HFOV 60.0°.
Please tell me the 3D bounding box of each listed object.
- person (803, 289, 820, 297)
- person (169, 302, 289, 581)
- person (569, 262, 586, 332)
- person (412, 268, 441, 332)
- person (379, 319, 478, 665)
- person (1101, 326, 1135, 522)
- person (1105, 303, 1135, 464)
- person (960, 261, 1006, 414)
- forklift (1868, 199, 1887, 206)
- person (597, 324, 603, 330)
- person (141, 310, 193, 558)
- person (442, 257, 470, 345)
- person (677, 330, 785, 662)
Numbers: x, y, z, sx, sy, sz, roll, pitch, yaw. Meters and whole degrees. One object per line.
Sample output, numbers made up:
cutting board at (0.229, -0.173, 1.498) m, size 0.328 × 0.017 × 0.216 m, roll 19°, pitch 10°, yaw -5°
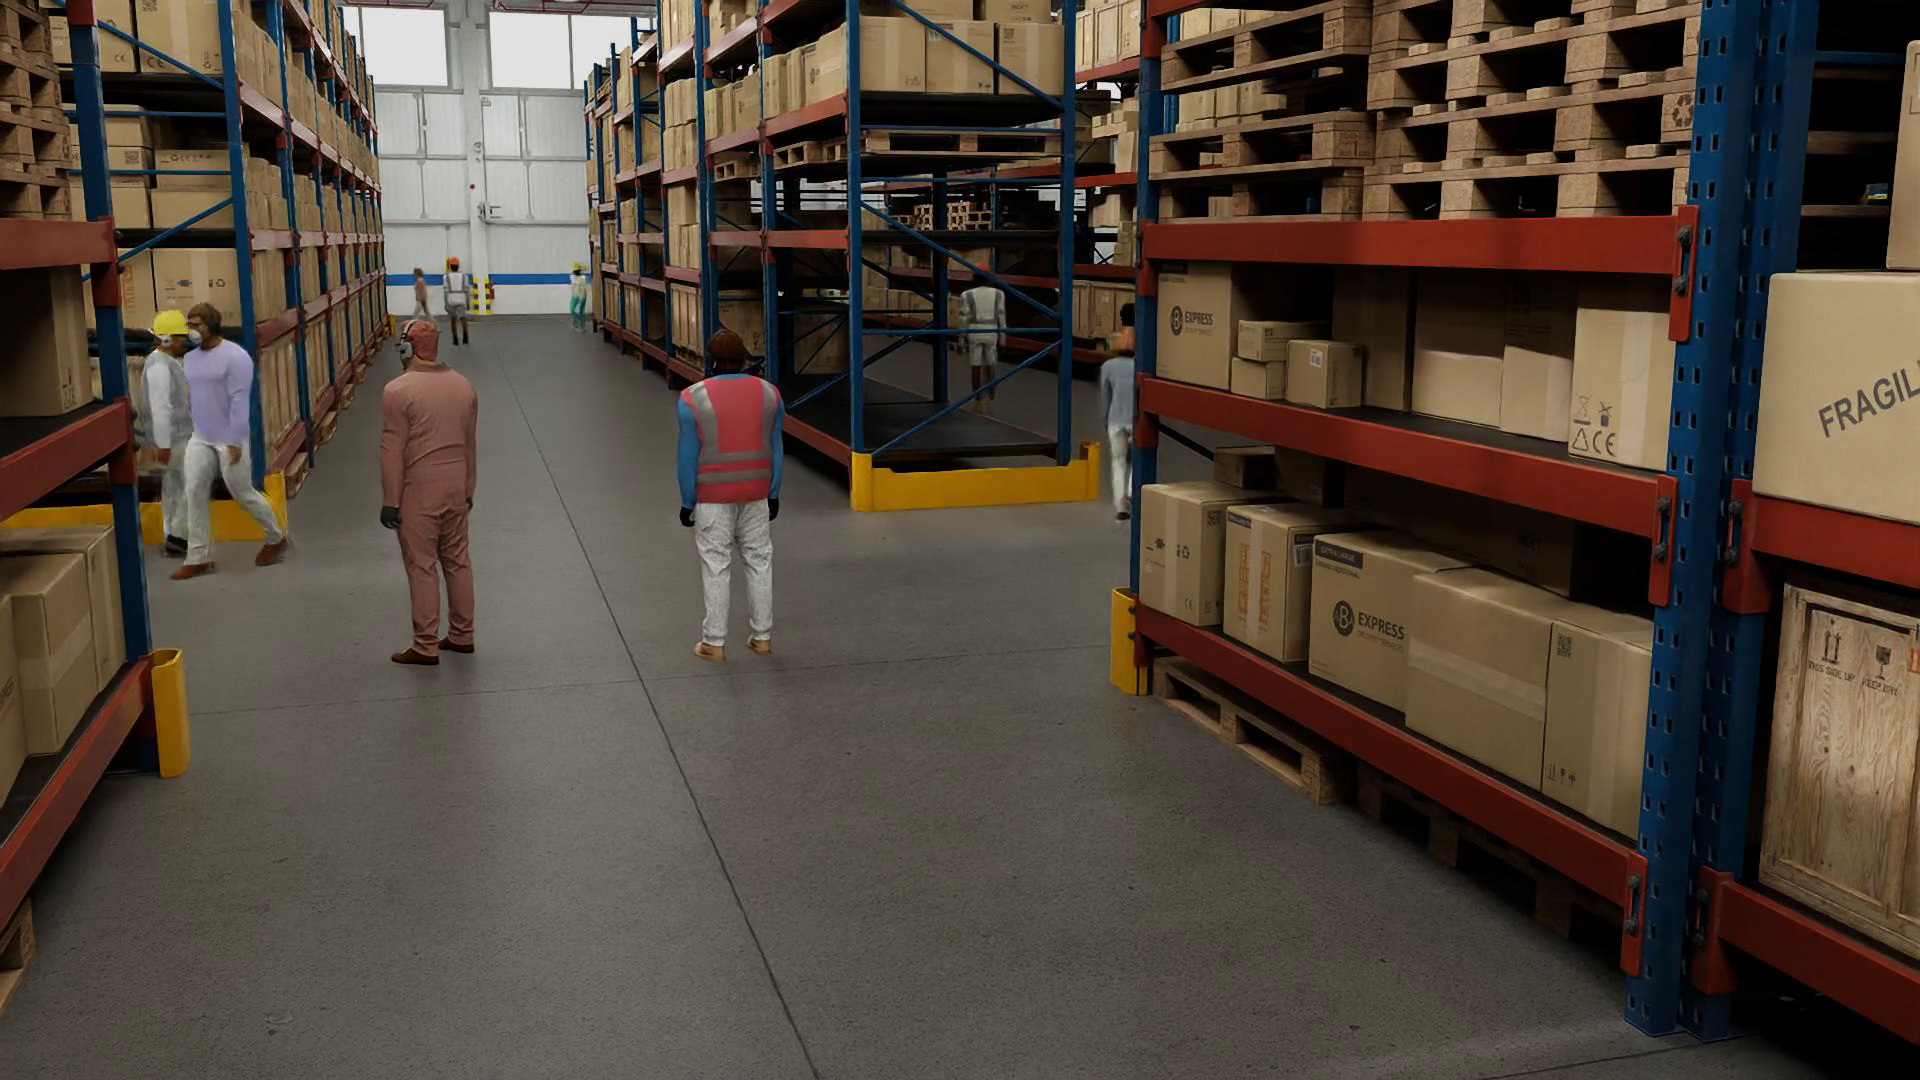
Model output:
person at (-3.173, -4.811, 34.349) m, size 0.631 × 1.830 × 0.520 m, roll -4°, pitch 11°, yaw -20°
person at (-5.141, -0.705, 11.633) m, size 0.635 × 1.912 × 0.892 m, roll 4°, pitch 11°, yaw 22°
person at (-9.414, -6.001, 41.136) m, size 0.529 × 1.721 × 0.613 m, roll 4°, pitch 11°, yaw 21°
person at (-13.132, -5.833, 40.567) m, size 0.871 × 1.598 × 0.536 m, roll -3°, pitch 11°, yaw -14°
person at (-2.957, -0.265, 9.223) m, size 0.400 × 1.902 × 0.641 m, roll 5°, pitch 11°, yaw 26°
person at (1.397, -0.953, 13.739) m, size 0.499 × 1.622 × 0.355 m, roll 4°, pitch 11°, yaw 22°
person at (1.752, -1.584, 17.056) m, size 0.541 × 1.685 × 0.561 m, roll -2°, pitch 11°, yaw -13°
person at (0.293, -2.677, 22.070) m, size 0.615 × 2.038 × 0.403 m, roll -3°, pitch 11°, yaw -14°
forklift at (11.338, -2.915, 21.052) m, size 1.129 × 2.768 × 1.873 m, roll -3°, pitch 11°, yaw -17°
person at (-8.899, -6.253, 41.825) m, size 0.638 × 1.969 × 0.501 m, roll 9°, pitch 14°, yaw 40°
person at (-5.696, -0.759, 12.133) m, size 0.464 × 1.815 × 0.616 m, roll -4°, pitch 11°, yaw -21°
person at (-10.920, -5.174, 36.080) m, size 0.545 × 1.924 × 0.547 m, roll -5°, pitch 11°, yaw -26°
person at (-1.282, -0.243, 9.251) m, size 0.627 × 1.844 × 0.429 m, roll -6°, pitch 12°, yaw -29°
